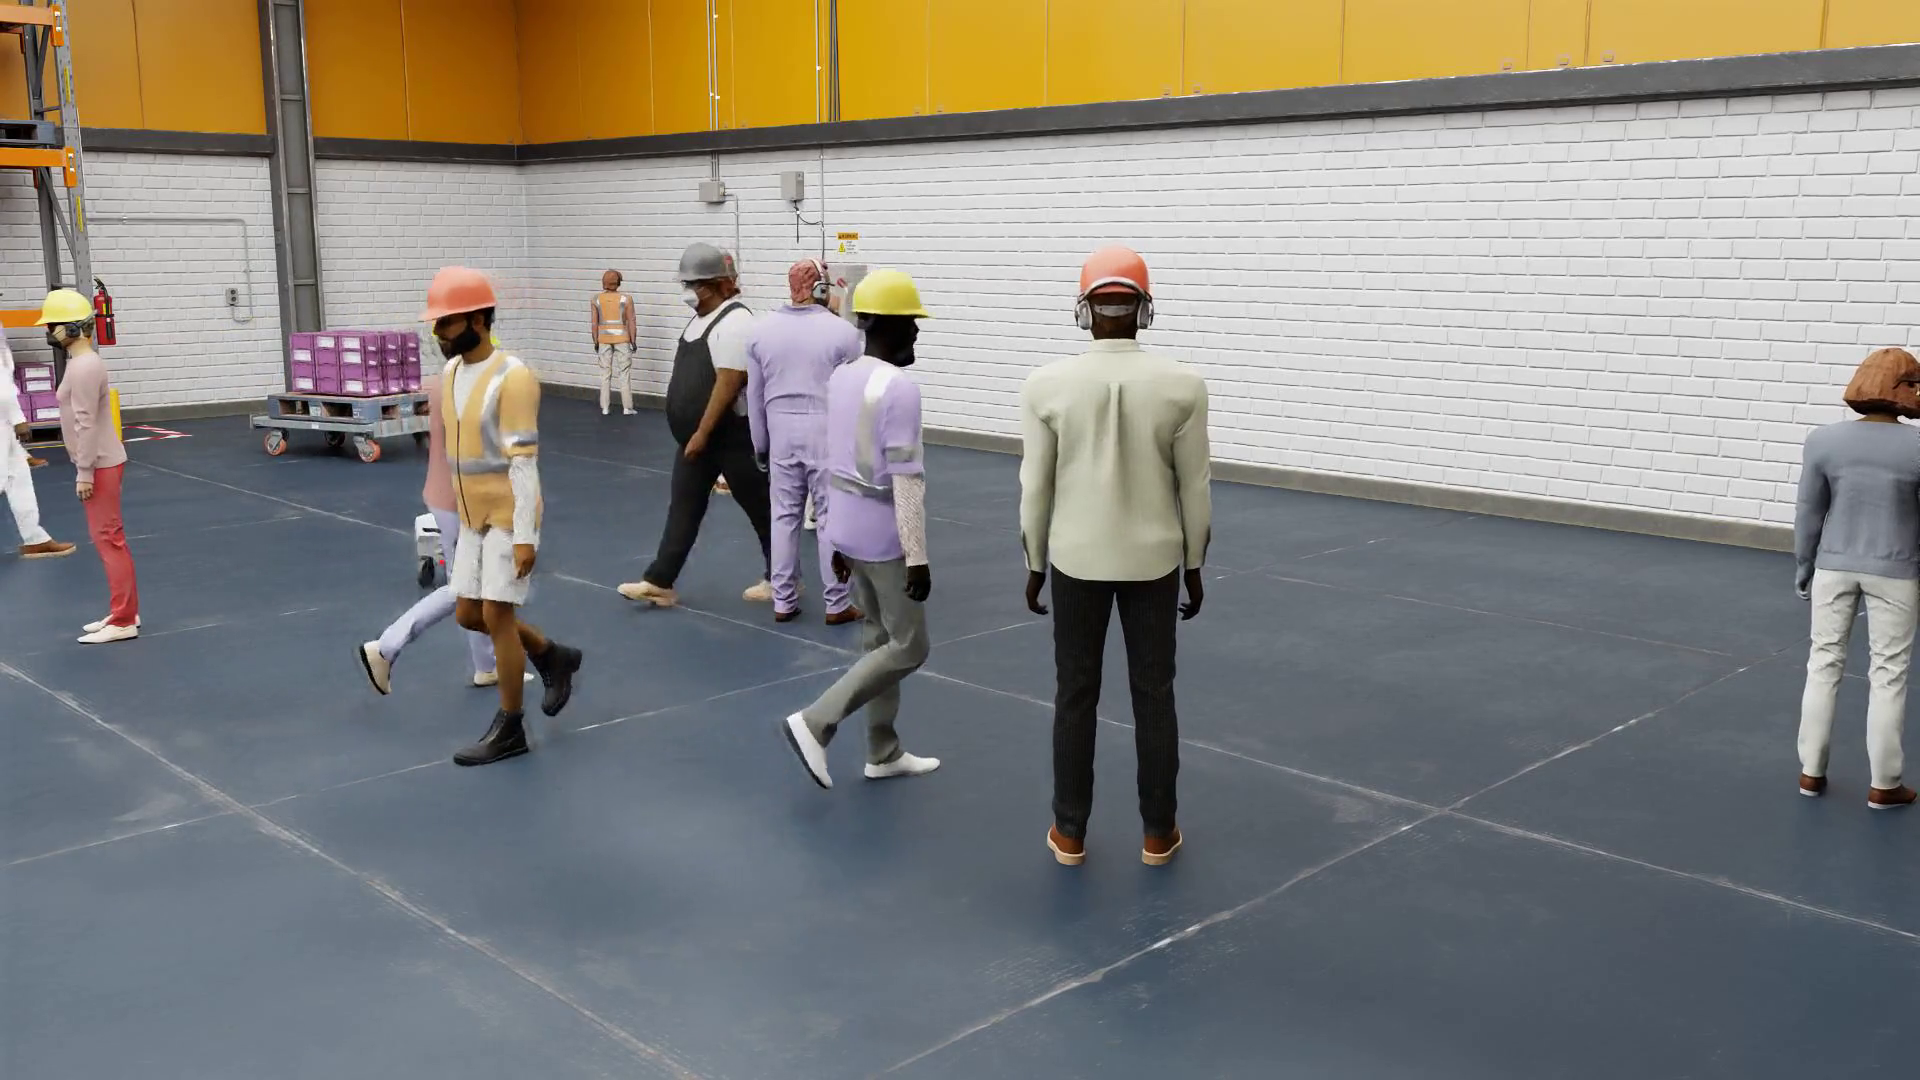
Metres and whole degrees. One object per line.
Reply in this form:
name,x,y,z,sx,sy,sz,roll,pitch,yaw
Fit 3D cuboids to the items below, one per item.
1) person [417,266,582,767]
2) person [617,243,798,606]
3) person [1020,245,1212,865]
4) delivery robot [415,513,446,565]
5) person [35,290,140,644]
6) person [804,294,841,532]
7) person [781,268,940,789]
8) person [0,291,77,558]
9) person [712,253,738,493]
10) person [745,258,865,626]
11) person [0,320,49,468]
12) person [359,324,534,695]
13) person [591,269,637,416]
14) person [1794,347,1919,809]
person,-1.757,-0.106,6.473,0.575,1.912,0.630,9,13,39
person,-1.335,-0.637,9.018,1.000,2.000,0.677,-8,13,-35
person,0.495,0.066,5.326,0.608,1.989,0.386,1,10,4
delivery robot,-2.892,-0.086,9.810,0.477,0.478,0.707,3,11,15
person,-4.350,-0.363,8.302,0.348,1.756,0.518,-5,12,-26
person,-0.918,-0.839,11.213,0.307,1.638,0.523,-6,12,-28
person,-0.347,-0.015,5.988,0.585,1.909,0.603,-5,12,-26
person,-5.934,-0.750,10.149,0.828,1.857,0.580,-9,14,-40
person,-1.861,-1.311,13.121,0.355,1.884,0.576,-4,11,-23
person,-0.774,-0.507,8.683,0.652,1.904,0.402,3,11,17
person,-8.310,-1.480,14.021,0.638,1.900,1.014,7,13,34
person,-2.254,-0.152,7.219,0.707,1.741,0.534,-5,12,-27
person,-3.877,-2.205,18.662,0.514,1.641,0.308,1,10,4
person,3.231,0.134,5.924,0.502,1.631,0.286,10,15,44
